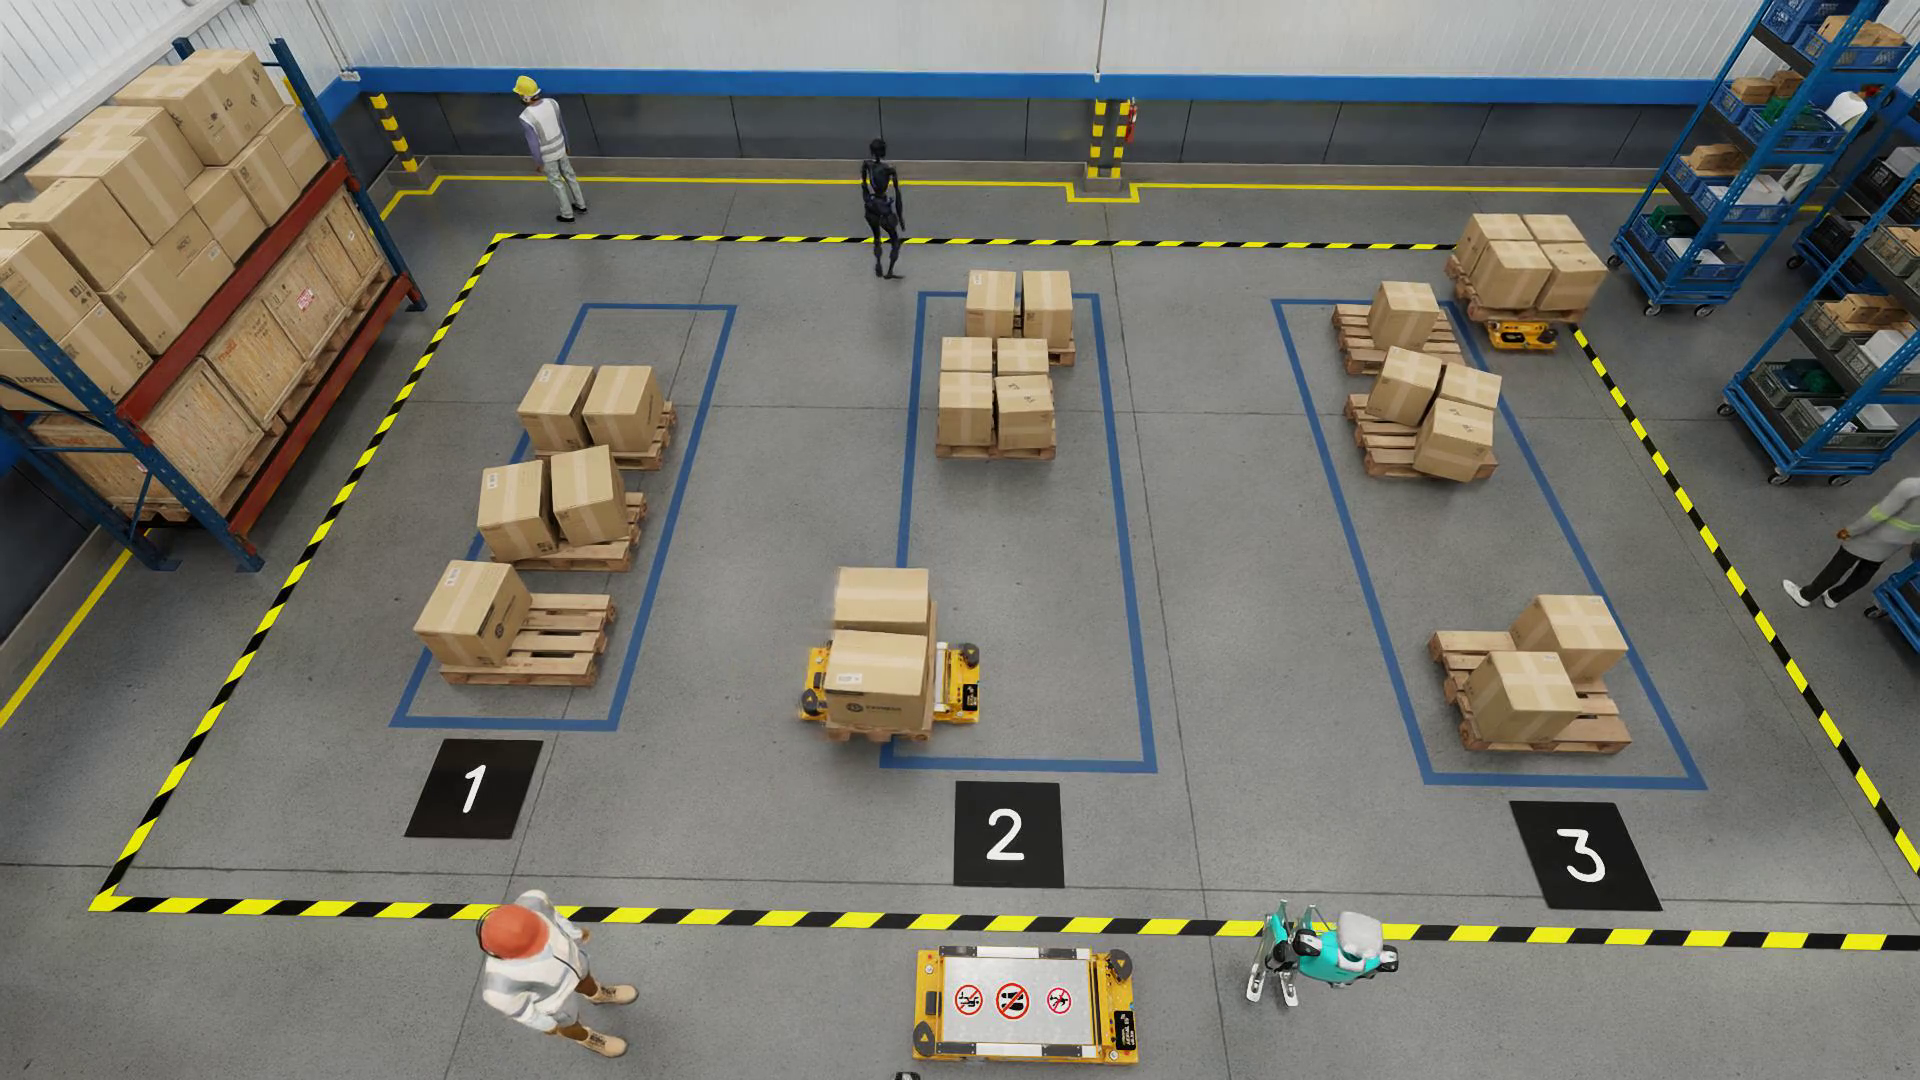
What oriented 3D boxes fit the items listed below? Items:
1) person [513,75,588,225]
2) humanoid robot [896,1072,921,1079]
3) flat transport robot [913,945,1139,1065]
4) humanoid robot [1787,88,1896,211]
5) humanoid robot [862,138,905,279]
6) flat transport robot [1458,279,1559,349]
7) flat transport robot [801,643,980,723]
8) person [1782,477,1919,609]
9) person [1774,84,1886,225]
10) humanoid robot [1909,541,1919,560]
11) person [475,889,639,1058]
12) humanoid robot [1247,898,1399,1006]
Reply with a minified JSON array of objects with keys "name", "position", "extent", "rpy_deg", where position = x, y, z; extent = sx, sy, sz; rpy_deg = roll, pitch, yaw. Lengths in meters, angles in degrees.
[{"name":"person","position":[-5.114,-4.849,11.426],"extent":[0.404,1.834,0.599],"rpy_deg":[20,54,16]},{"name":"humanoid robot","position":[-0.552,3.268,4.934],"extent":[0.820,1.841,0.544],"rpy_deg":[1,51,1]},{"name":"flat transport robot","position":[0.422,3.041,6.007],"extent":[1.431,0.231,0.659],"rpy_deg":[1,51,1]},{"name":"humanoid robot","position":[10.936,-4.884,11.562],"extent":[0.472,1.646,0.605],"rpy_deg":[29,57,22]},{"name":"humanoid robot","position":[-0.917,-3.835,10.706],"extent":[0.586,1.646,0.391],"rpy_deg":[28,56,21]},{"name":"flat transport robot","position":[6.386,-2.768,10.724],"extent":[0.652,0.197,1.431],"rpy_deg":[1,51,1]},{"name":"flat transport robot","position":[-0.554,1.156,7.526],"extent":[1.431,0.197,0.652],"rpy_deg":[1,51,1]},{"name":"person","position":[7.612,-0.093,7.540],"extent":[0.591,1.851,0.400],"rpy_deg":[6,51,5]},{"name":"person","position":[10.748,-4.882,11.449],"extent":[0.373,1.840,0.569],"rpy_deg":[5,51,4]},{"name":"humanoid robot","position":[9.088,-0.321,7.842],"extent":[0.622,1.635,0.385],"rpy_deg":[18,53,14]},{"name":"person","position":[-2.303,2.516,5.299],"extent":[0.404,2.031,0.607],"rpy_deg":[2,51,2]},{"name":"humanoid robot","position":[2.111,2.379,5.512],"extent":[0.533,1.677,0.735],"rpy_deg":[9,51,7]}]
